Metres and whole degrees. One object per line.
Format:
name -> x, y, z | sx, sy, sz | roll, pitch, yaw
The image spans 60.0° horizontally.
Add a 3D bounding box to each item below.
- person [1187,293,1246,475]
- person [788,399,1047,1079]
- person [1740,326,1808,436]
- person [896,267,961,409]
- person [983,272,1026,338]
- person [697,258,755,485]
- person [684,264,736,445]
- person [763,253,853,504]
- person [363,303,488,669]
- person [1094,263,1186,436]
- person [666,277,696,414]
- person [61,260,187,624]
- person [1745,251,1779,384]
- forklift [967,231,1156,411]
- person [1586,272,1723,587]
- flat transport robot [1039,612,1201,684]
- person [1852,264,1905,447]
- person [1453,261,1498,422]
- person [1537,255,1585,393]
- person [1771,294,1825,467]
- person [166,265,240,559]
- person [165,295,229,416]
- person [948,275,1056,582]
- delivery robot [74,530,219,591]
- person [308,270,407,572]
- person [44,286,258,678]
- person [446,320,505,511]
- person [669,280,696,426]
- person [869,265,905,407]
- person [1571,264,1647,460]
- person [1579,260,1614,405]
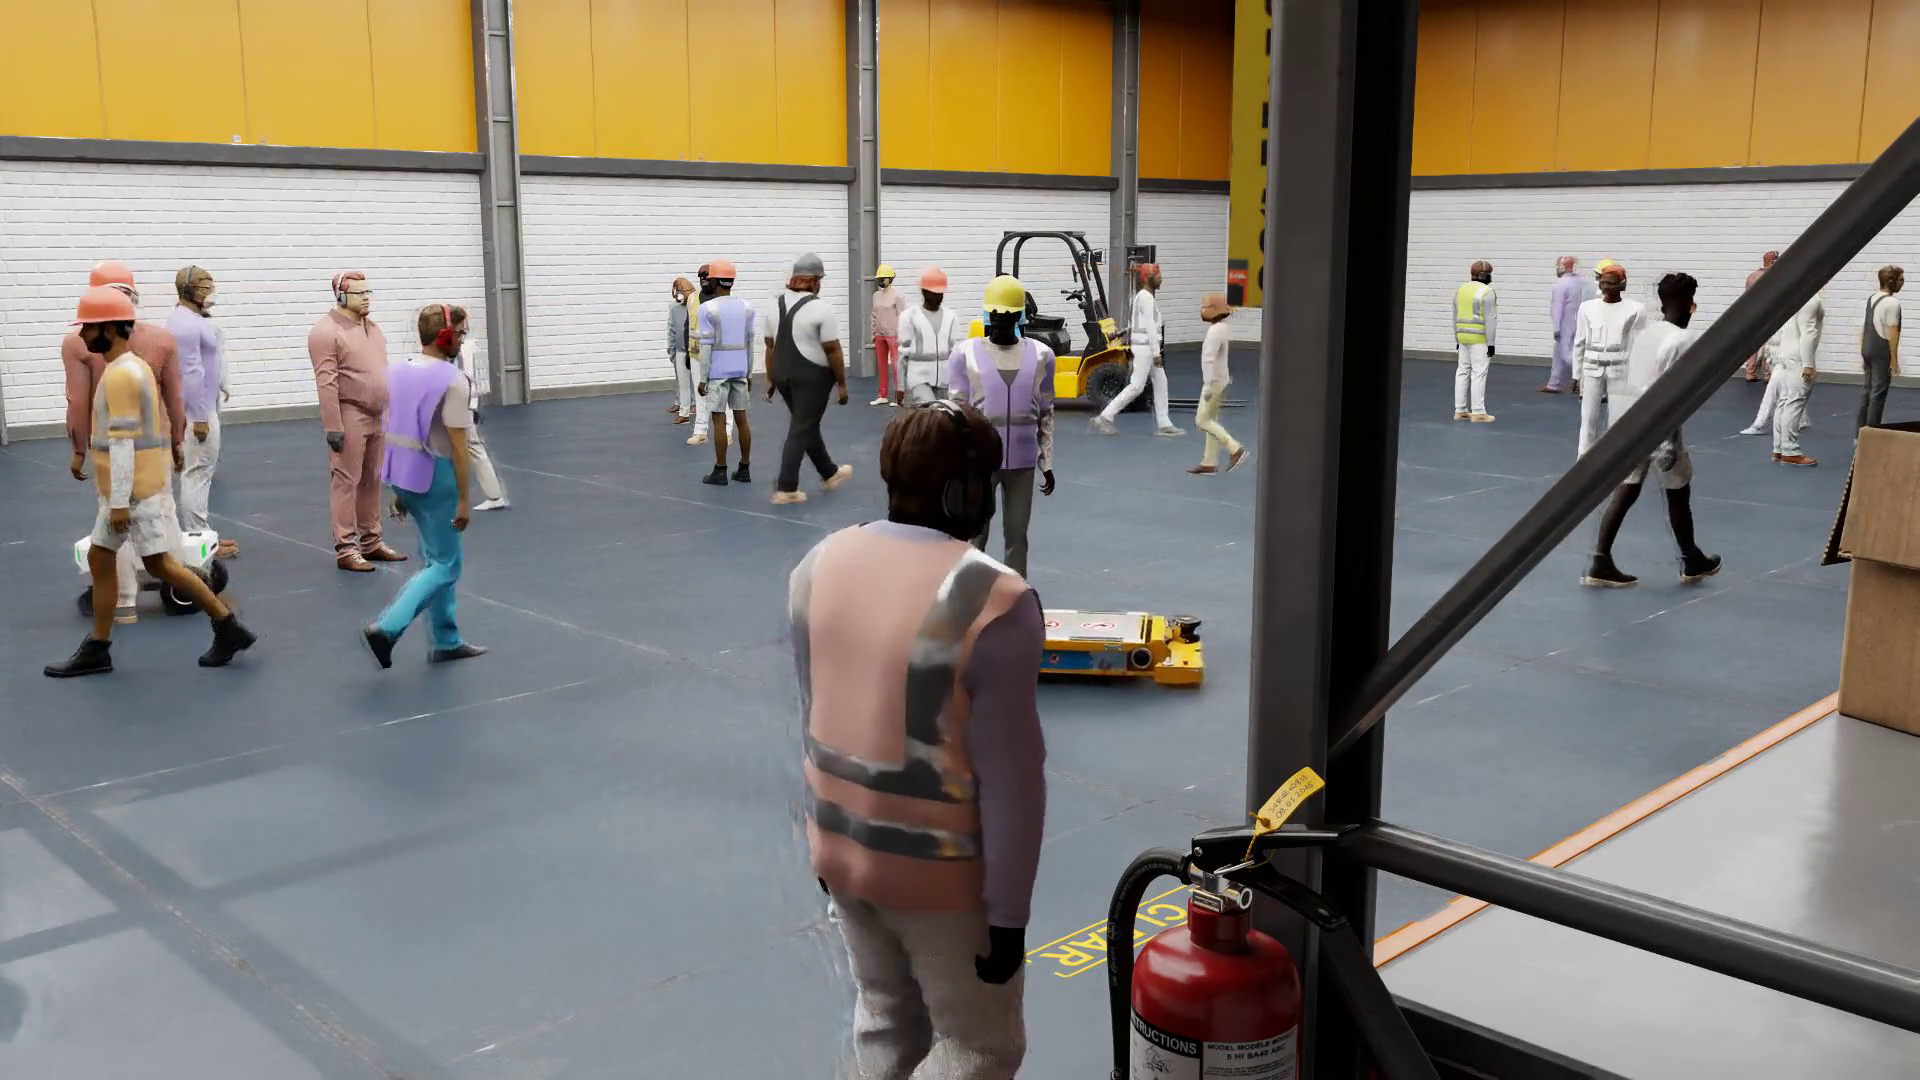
person -> 2.278, -1.365, 14.725 | 0.439, 1.621, 0.518 | 3, 11, 14
person -> -0.124, 0.644, 3.238 | 0.639, 1.828, 0.581 | 10, 14, 42
person -> 8.806, -1.918, 17.819 | 0.867, 1.596, 0.537 | -2, 11, -9
person -> -0.278, -1.345, 13.943 | 0.548, 1.881, 1.014 | -6, 12, -31
person -> 0.519, -2.303, 19.637 | 0.535, 1.700, 0.318 | -3, 11, -15
person -> -2.016, -1.437, 14.264 | 0.545, 1.938, 0.358 | -9, 14, -40
person -> -2.534, -1.875, 16.915 | 0.626, 1.844, 0.429 | 4, 11, 19
person -> -1.180, -1.336, 13.427 | 0.710, 2.000, 1.039 | 9, 14, 41
person -> -2.635, -0.238, 8.100 | 0.597, 1.814, 0.675 | 9, 14, 40
person -> 1.910, -2.006, 17.629 | 0.925, 1.848, 0.575 | 1, 10, 7
person -> -3.315, -2.330, 19.957 | 0.497, 1.634, 0.279 | 7, 12, 32
person -> -4.612, -0.540, 9.210 | 0.616, 1.993, 0.395 | -10, 14, -43
person -> 11.670, -3.216, 24.046 | 0.407, 1.910, 0.639 | -6, 12, -28
forklift -> 1.222, -2.721, 20.561 | 2.313, 2.155, 1.214 | 2, 11, 13
person -> 4.283, -0.656, 10.098 | 0.964, 1.899, 0.669 | -3, 11, -14
flat transport robot -> 0.466, 0.507, 8.210 | 1.431, 0.197, 0.652 | 1, 10, 8
person -> 9.189, -1.820, 16.607 | 0.324, 1.844, 0.514 | 0, 10, -1
person -> 5.935, -2.276, 19.101 | 0.429, 1.840, 0.635 | -4, 11, -23
person -> 8.194, -2.861, 22.234 | 0.656, 1.876, 0.878 | -10, 14, -43
person -> 7.817, -1.658, 15.465 | 0.372, 1.939, 0.629 | 3, 11, 13
person -> -5.035, -0.838, 11.005 | 0.352, 1.936, 0.639 | -5, 11, -23
person -> -6.604, -1.338, 14.368 | 0.502, 1.684, 0.915 | -6, 12, -28
person -> 0.229, -0.429, 8.803 | 0.589, 1.923, 0.383 | -2, 11, -12
delivery robot -> -4.636, 0.082, 9.493 | 0.707, 0.478, 0.477 | -2, 11, -12
person -> -3.848, -0.764, 10.676 | 0.410, 1.908, 0.642 | 3, 11, 14
person -> -3.964, -0.279, 8.078 | 0.947, 1.900, 0.573 | -4, 11, -23
person -> -3.938, -1.010, 12.876 | 0.849, 1.591, 0.514 | 0, 10, 1
person -> -3.051, -2.098, 18.694 | 0.507, 1.632, 0.268 | 6, 12, 29
person -> -0.918, -2.550, 20.801 | 0.533, 1.767, 0.322 | 8, 13, 39
person -> 5.565, -1.420, 14.312 | 0.583, 1.882, 0.337 | 6, 12, 32
person -> 8.085, -2.626, 21.055 | 0.404, 1.824, 0.591 | -2, 11, -10
